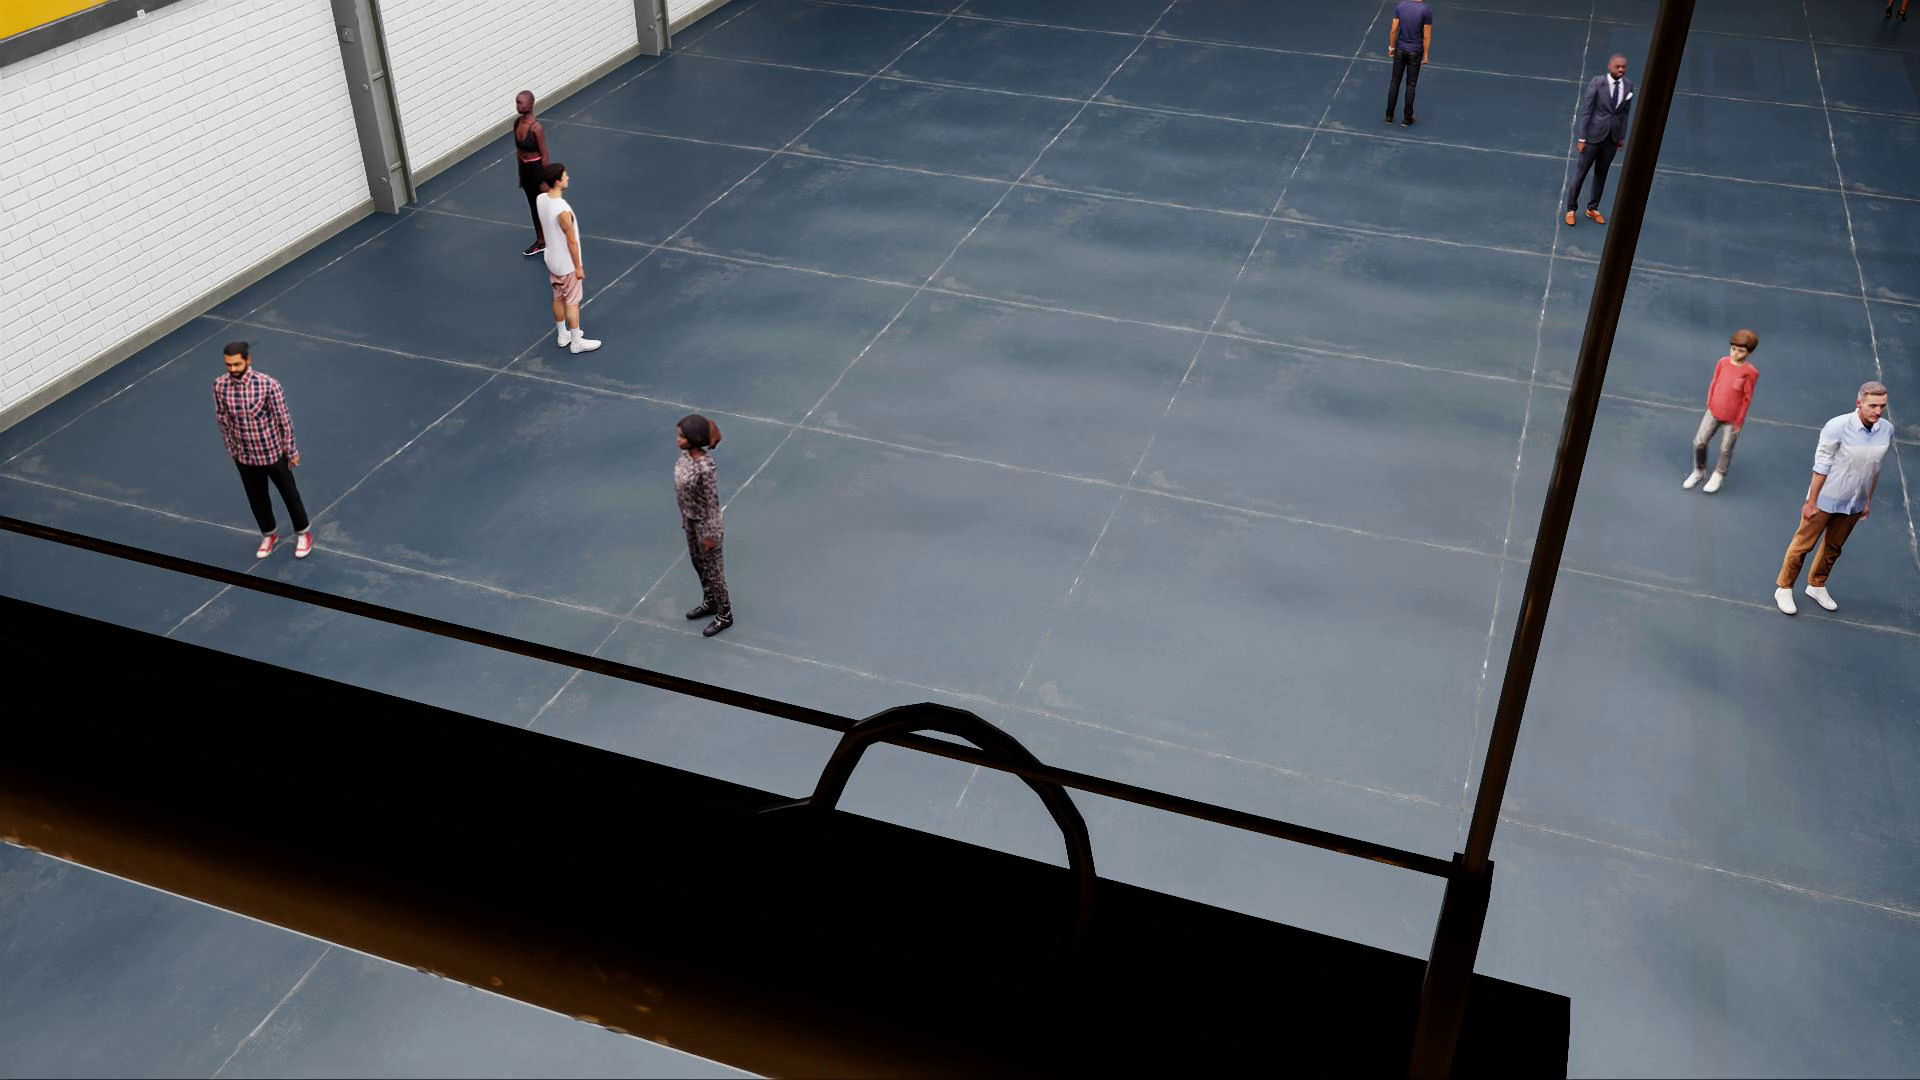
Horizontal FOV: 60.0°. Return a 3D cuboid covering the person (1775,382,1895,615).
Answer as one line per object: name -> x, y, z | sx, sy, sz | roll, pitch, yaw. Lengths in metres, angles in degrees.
person -> 6.234, -0.319, 11.814 | 0.771, 1.827, 0.753 | -5, 34, -7

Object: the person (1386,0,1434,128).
person -> 5.490, -5.993, 20.385 | 0.683, 1.790, 0.571 | 17, 37, 24

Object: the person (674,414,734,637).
person -> -1.792, -0.111, 11.604 | 0.720, 1.714, 0.678 | -20, 39, -27

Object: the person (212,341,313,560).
person -> -5.223, -0.687, 12.431 | 0.783, 1.759, 0.741 | -2, 34, -2

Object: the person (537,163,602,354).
person -> -3.653, -2.586, 15.263 | 0.718, 1.786, 0.724 | -27, 42, -34

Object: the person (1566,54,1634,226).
person -> 6.859, -4.305, 17.815 | 0.786, 1.824, 0.775 | -4, 34, -6

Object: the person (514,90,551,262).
person -> -4.333, -3.742, 17.027 | 0.636, 1.757, 0.624 | 22, 40, 30

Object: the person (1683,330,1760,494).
person -> 6.156, -1.035, 13.273 | 0.677, 1.405, 0.631 | -27, 42, -34
